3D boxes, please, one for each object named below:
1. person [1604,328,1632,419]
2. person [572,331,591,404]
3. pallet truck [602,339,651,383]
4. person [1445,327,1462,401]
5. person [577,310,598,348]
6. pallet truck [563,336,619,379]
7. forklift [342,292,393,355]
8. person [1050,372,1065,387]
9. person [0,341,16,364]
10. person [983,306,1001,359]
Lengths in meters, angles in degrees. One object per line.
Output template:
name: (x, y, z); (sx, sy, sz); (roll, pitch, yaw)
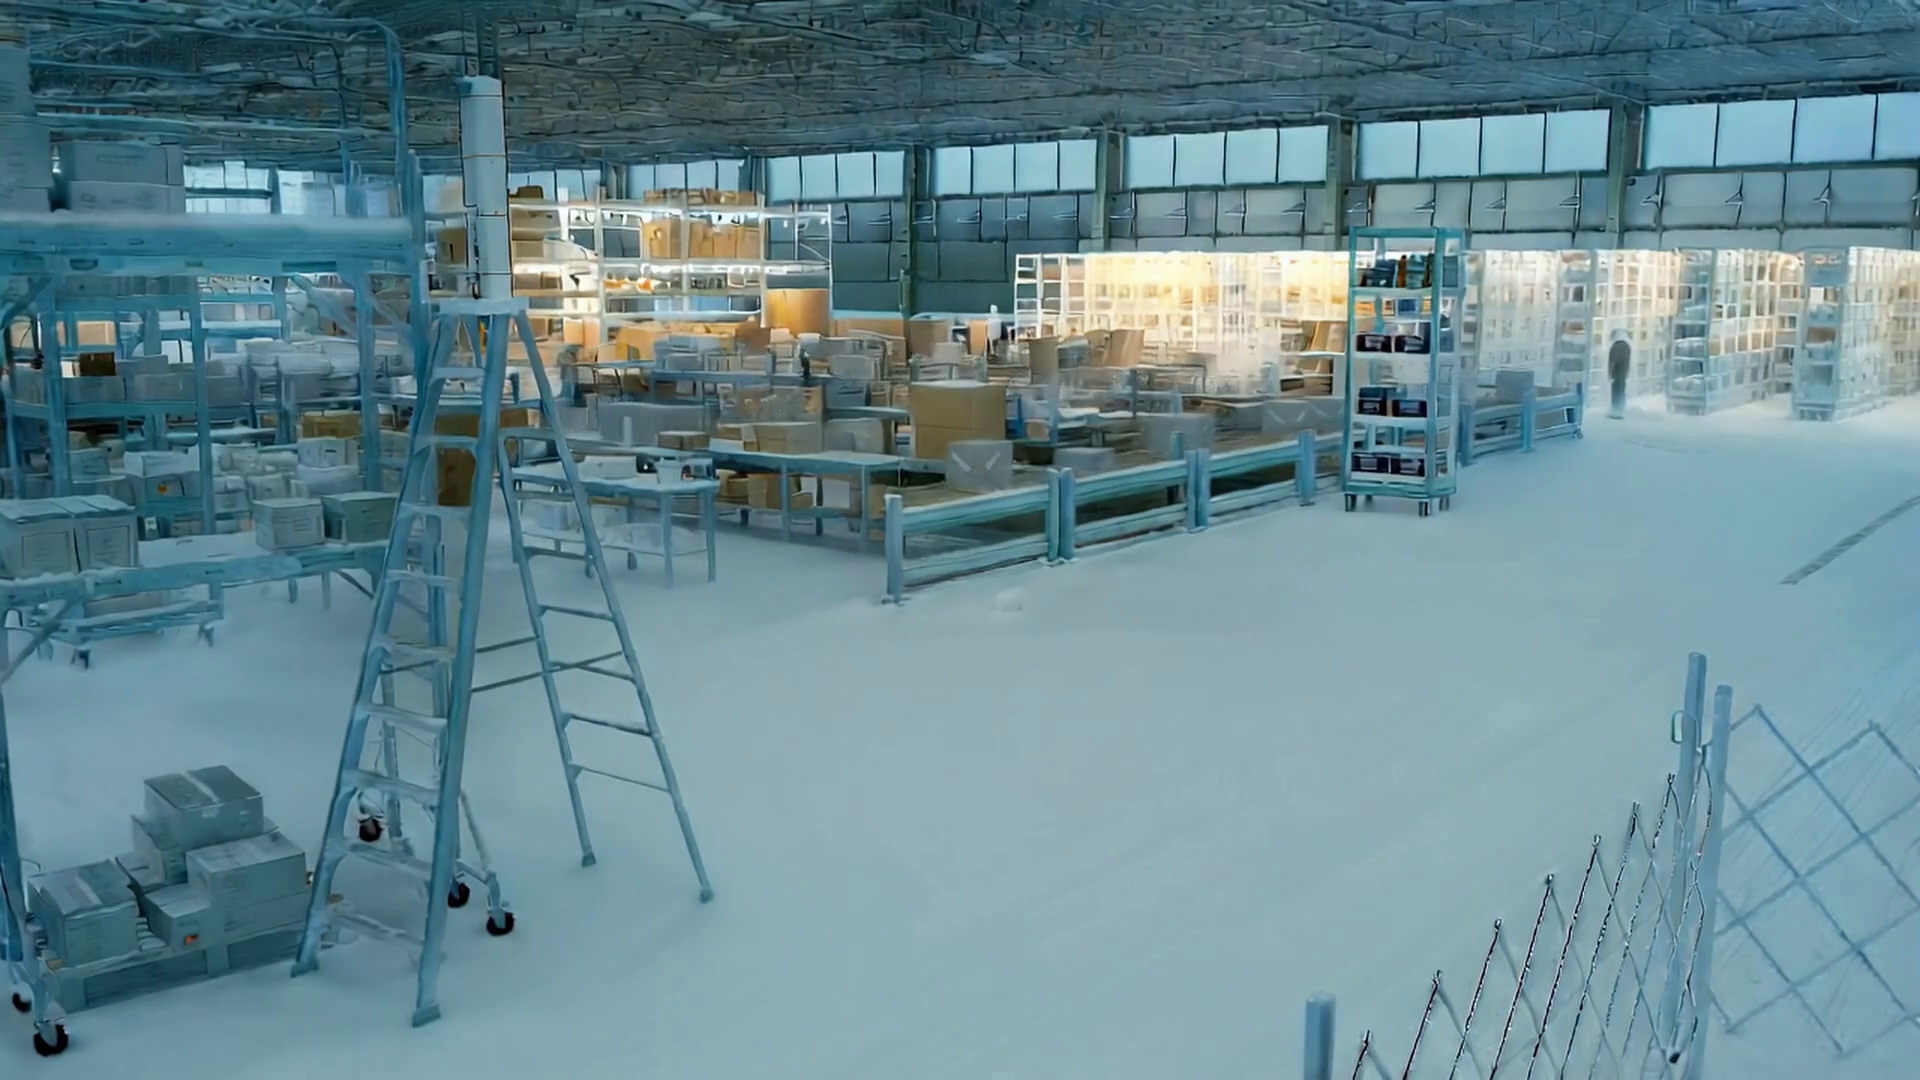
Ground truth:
person: (13.712, -3.467, 34.703); (0.408, 1.909, 0.638); (9, 12, 43)
person: (-8.826, -4.003, 38.693); (0.318, 1.699, 0.534); (-7, 12, -39)
pallet truck: (-8.991, -4.871, 45.351); (0.653, 1.274, 1.630); (7, 11, 37)
person: (10.956, -3.852, 37.357); (0.605, 1.828, 0.403); (-2, 9, -13)
person: (-11.333, -6.037, 50.688); (0.625, 1.931, 0.378); (-1, 9, -6)
pallet truck: (-10.690, -5.294, 48.215); (1.601, 1.201, 0.680); (-5, 10, -26)
forklift: (-16.485, -5.622, 45.120); (1.129, 2.768, 1.873); (7, 11, 37)
person: (1.858, -2.690, 30.367); (0.575, 1.748, 0.542); (2, 9, 13)
person: (-22.036, -3.995, 38.162); (0.640, 1.855, 0.999); (-8, 12, -40)
person: (1.058, -6.635, 54.199); (0.625, 1.991, 0.380); (5, 10, 28)
